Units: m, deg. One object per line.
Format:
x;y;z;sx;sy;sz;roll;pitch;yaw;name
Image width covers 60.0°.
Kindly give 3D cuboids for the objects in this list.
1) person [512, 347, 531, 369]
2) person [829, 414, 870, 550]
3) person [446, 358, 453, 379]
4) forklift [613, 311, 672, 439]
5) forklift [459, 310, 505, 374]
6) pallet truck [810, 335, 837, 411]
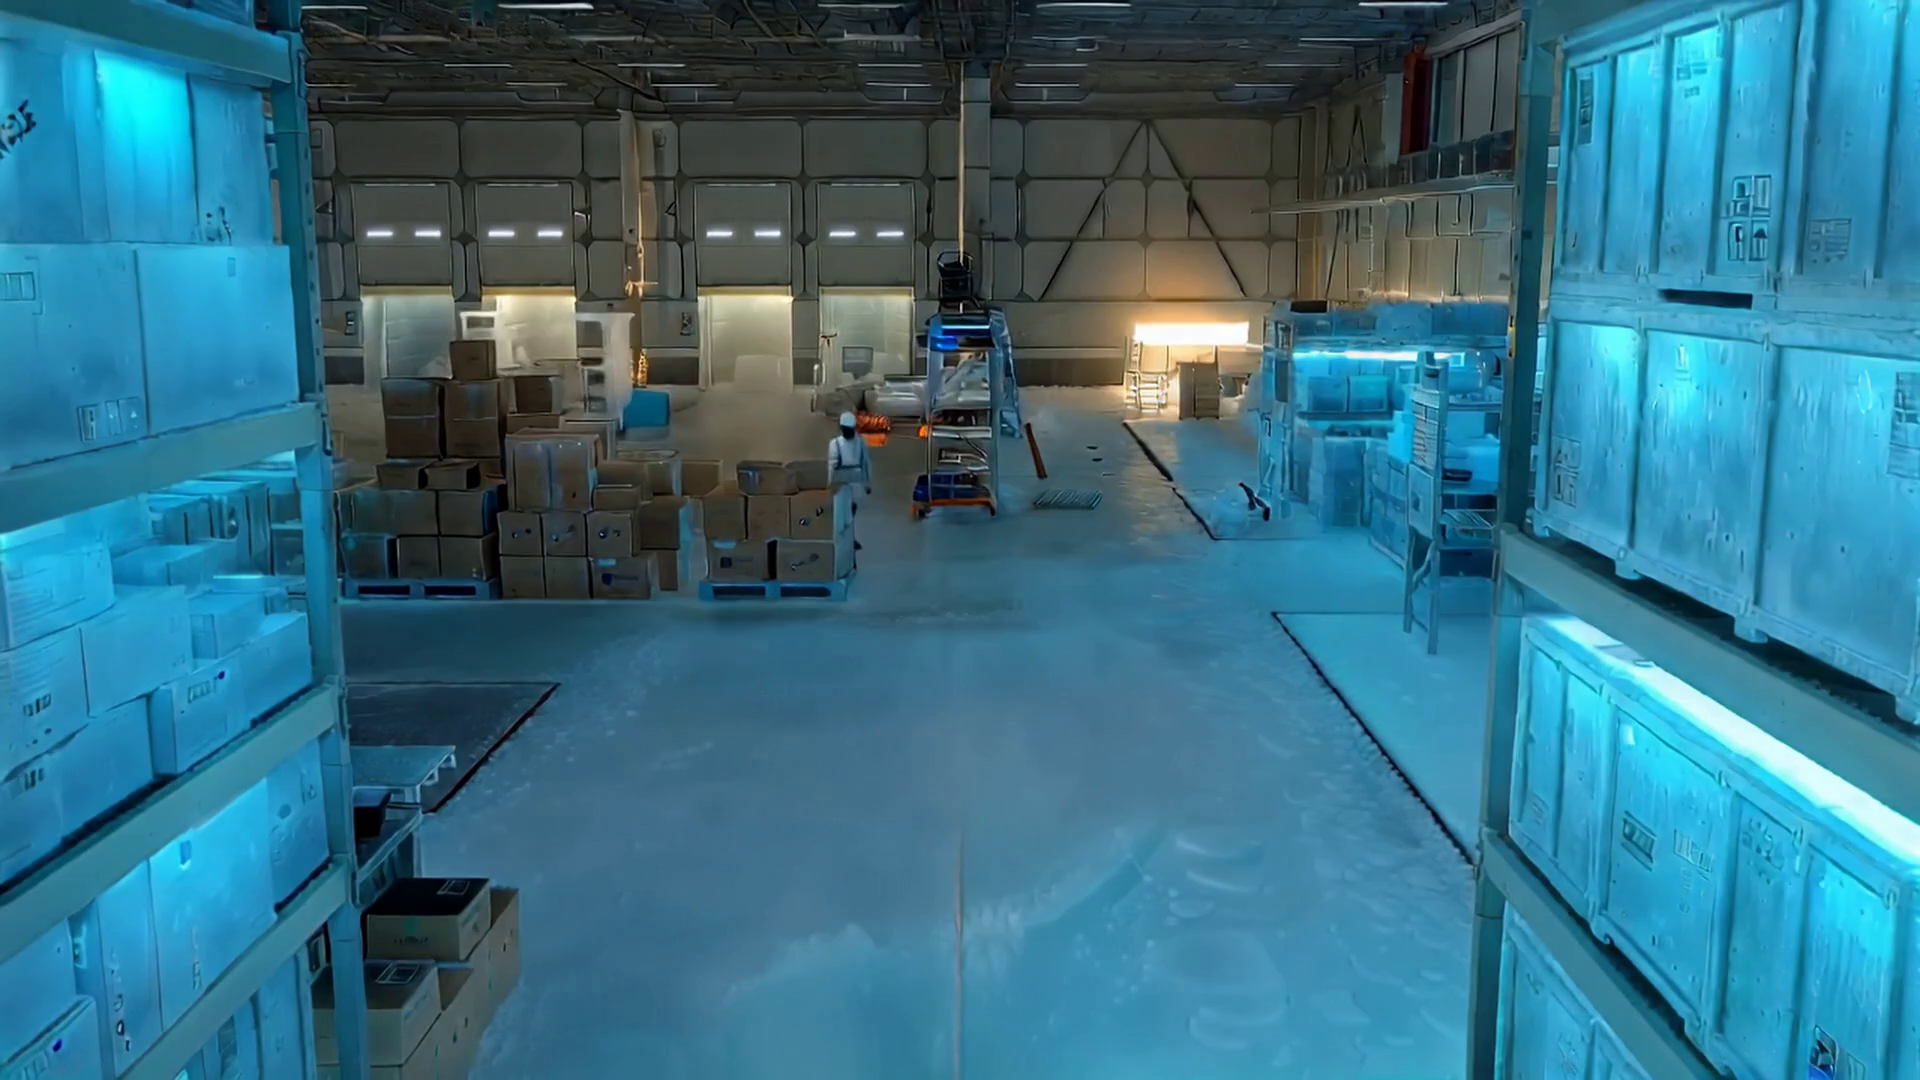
-11.261;-4.108;42.820;0.535;1.697;0.318;-9;13;-40;person
-1.555;-0.843;23.443;0.558;1.890;0.977;-3;10;-19;person
-11.654;-3.379;38.024;0.575;1.905;0.657;-2;10;-9;person
-7.380;-3.629;36.642;1.873;2.768;1.129;-3;10;-16;forklift
-10.776;-3.806;37.658;1.129;2.768;1.873;0;10;1;forklift
-3.021;-4.312;43.126;1.885;1.965;0.823;3;10;17;pallet truck
